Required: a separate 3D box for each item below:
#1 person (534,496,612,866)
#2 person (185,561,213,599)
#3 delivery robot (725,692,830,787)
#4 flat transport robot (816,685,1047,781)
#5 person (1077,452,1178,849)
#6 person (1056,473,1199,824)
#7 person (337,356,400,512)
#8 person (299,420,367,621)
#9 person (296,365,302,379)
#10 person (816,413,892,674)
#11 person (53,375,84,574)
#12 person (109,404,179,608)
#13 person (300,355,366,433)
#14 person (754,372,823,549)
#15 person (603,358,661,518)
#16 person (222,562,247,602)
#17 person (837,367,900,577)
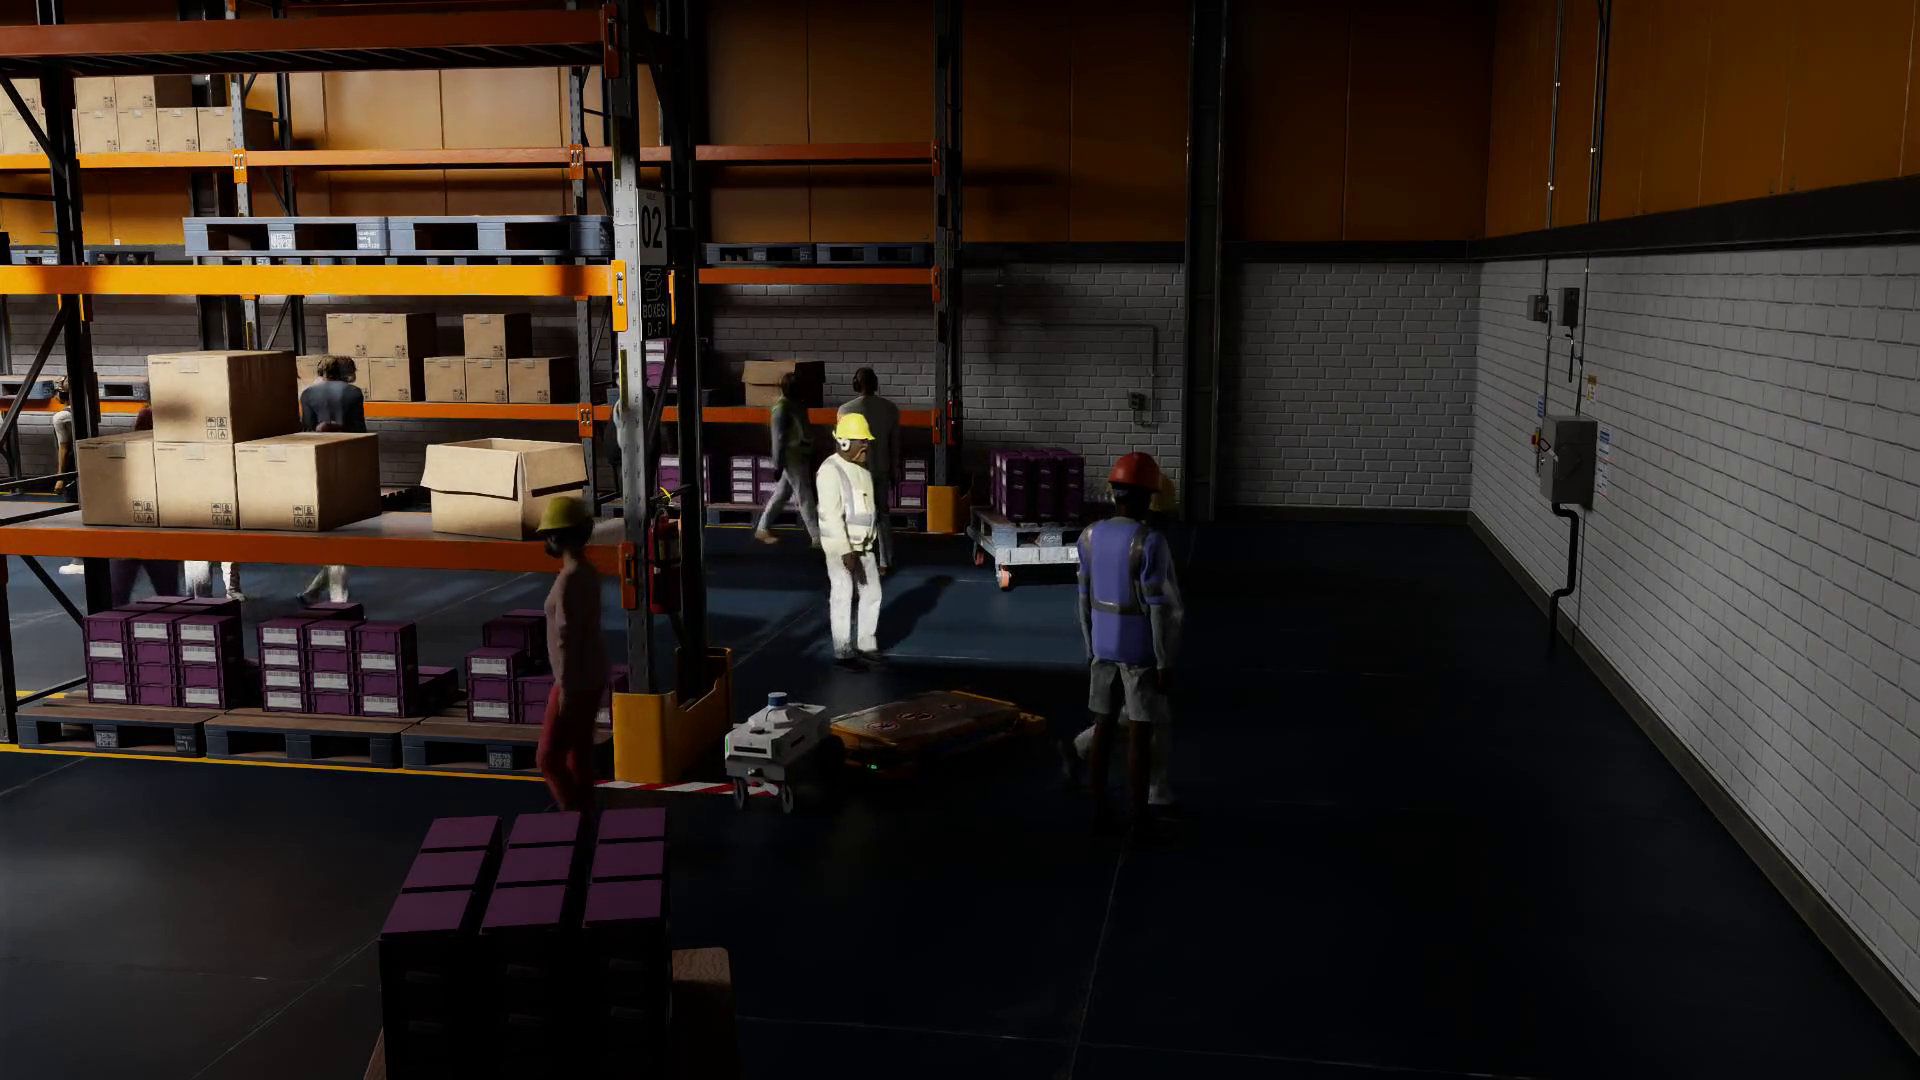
[{"bbox_3d":[-1.838,0.670,7.797,0.384,1.749,0.541,0,9,1],"label":"person"},{"bbox_3d":[-6.145,-0.305,13.459,0.337,1.882,0.584,-7,11,-36],"label":"person"},{"bbox_3d":[-0.967,1.053,8.851,0.477,0.478,0.707,3,10,18],"label":"delivery robot"},{"bbox_3d":[-0.198,1.104,9.709,0.652,0.197,1.431,8,12,42],"label":"flat transport robot"},{"bbox_3d":[0.830,0.533,8.127,0.369,1.929,0.542,-9,13,-44],"label":"person"},{"bbox_3d":[0.861,0.537,8.540,0.751,1.796,0.599,4,10,22],"label":"person"},{"bbox_3d":[-6.592,-1.050,18.058,0.959,1.882,0.659,-4,10,-23],"label":"person"},{"bbox_3d":[-4.978,-0.135,13.172,0.396,1.627,0.534,-5,10,-27],"label":"person"},{"bbox_3d":[-6.880,-0.895,16.986,0.381,1.926,0.552,-5,10,-28],"label":"person"},{"bbox_3d":[-0.753,0.027,11.594,0.468,1.822,0.612,5,11,30],"label":"person"},{"bbox_3d":[-8.205,-0.606,15.448,0.345,1.846,0.508,1,9,8],"label":"person"},{"bbox_3d":[-5.783,-0.020,11.747,0.692,1.869,0.441,-2,9,-14],"label":"person"},{"bbox_3d":[-6.486,-0.945,17.263,0.627,1.940,0.371,-5,10,-26],"label":"person"},{"bbox_3d":[-1.705,-0.814,16.892,0.953,1.802,0.619,2,9,10],"label":"person"},{"bbox_3d":[-3.166,-0.802,16.057,0.537,2.000,0.688,1,9,8],"label":"person"},{"bbox_3d":[-6.297,-0.444,13.990,0.609,1.991,0.388,-6,11,-35],"label":"person"},{"bbox_3d":[-0.840,-0.607,15.171,0.635,1.936,0.354,-6,11,-32],"label":"person"}]
